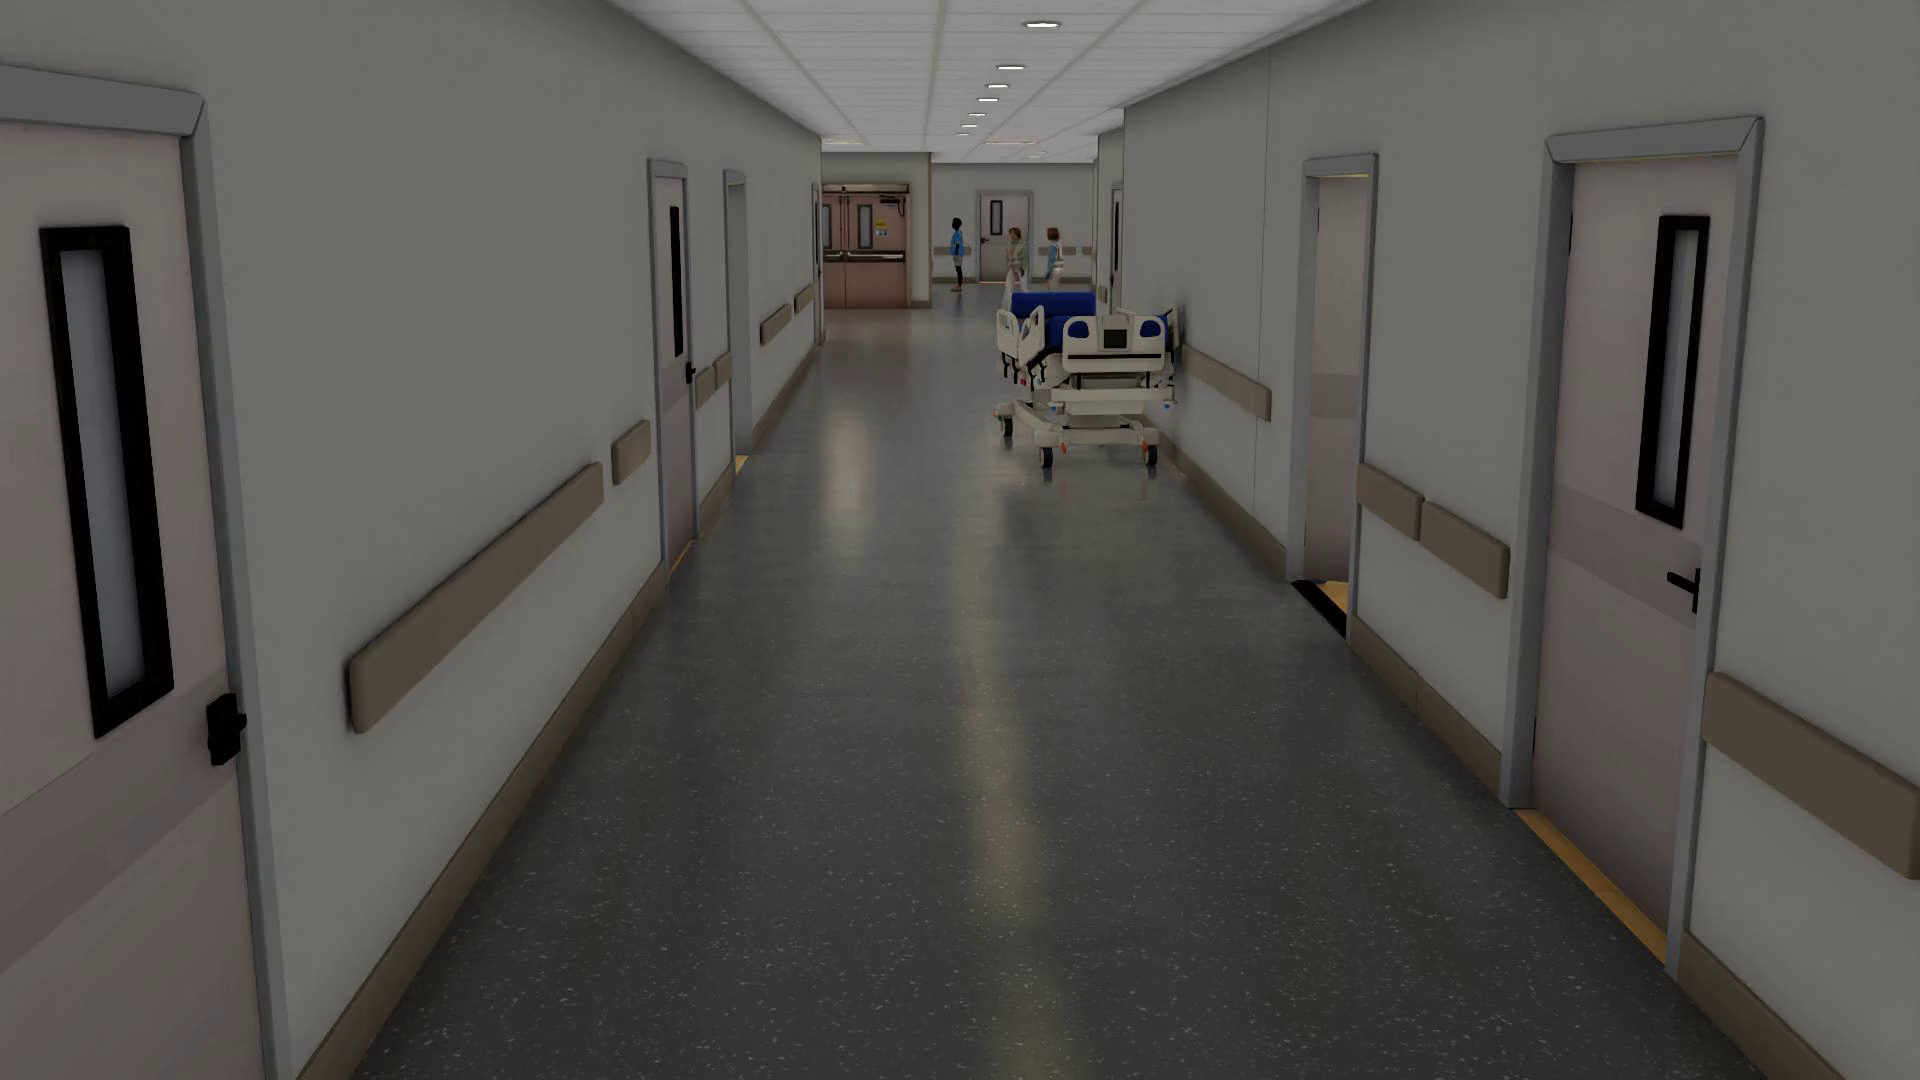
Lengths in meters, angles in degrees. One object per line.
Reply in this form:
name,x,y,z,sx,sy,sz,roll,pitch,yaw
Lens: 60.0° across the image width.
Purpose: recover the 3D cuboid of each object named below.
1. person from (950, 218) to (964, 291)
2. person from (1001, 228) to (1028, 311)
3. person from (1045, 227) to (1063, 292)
person,-0.067,-6.622,38.604,0.319,1.697,0.532,1,12,4
person,1.047,-5.036,31.123,0.526,1.593,0.854,8,14,35
person,1.669,-4.804,29.905,0.394,1.621,0.527,2,12,12
